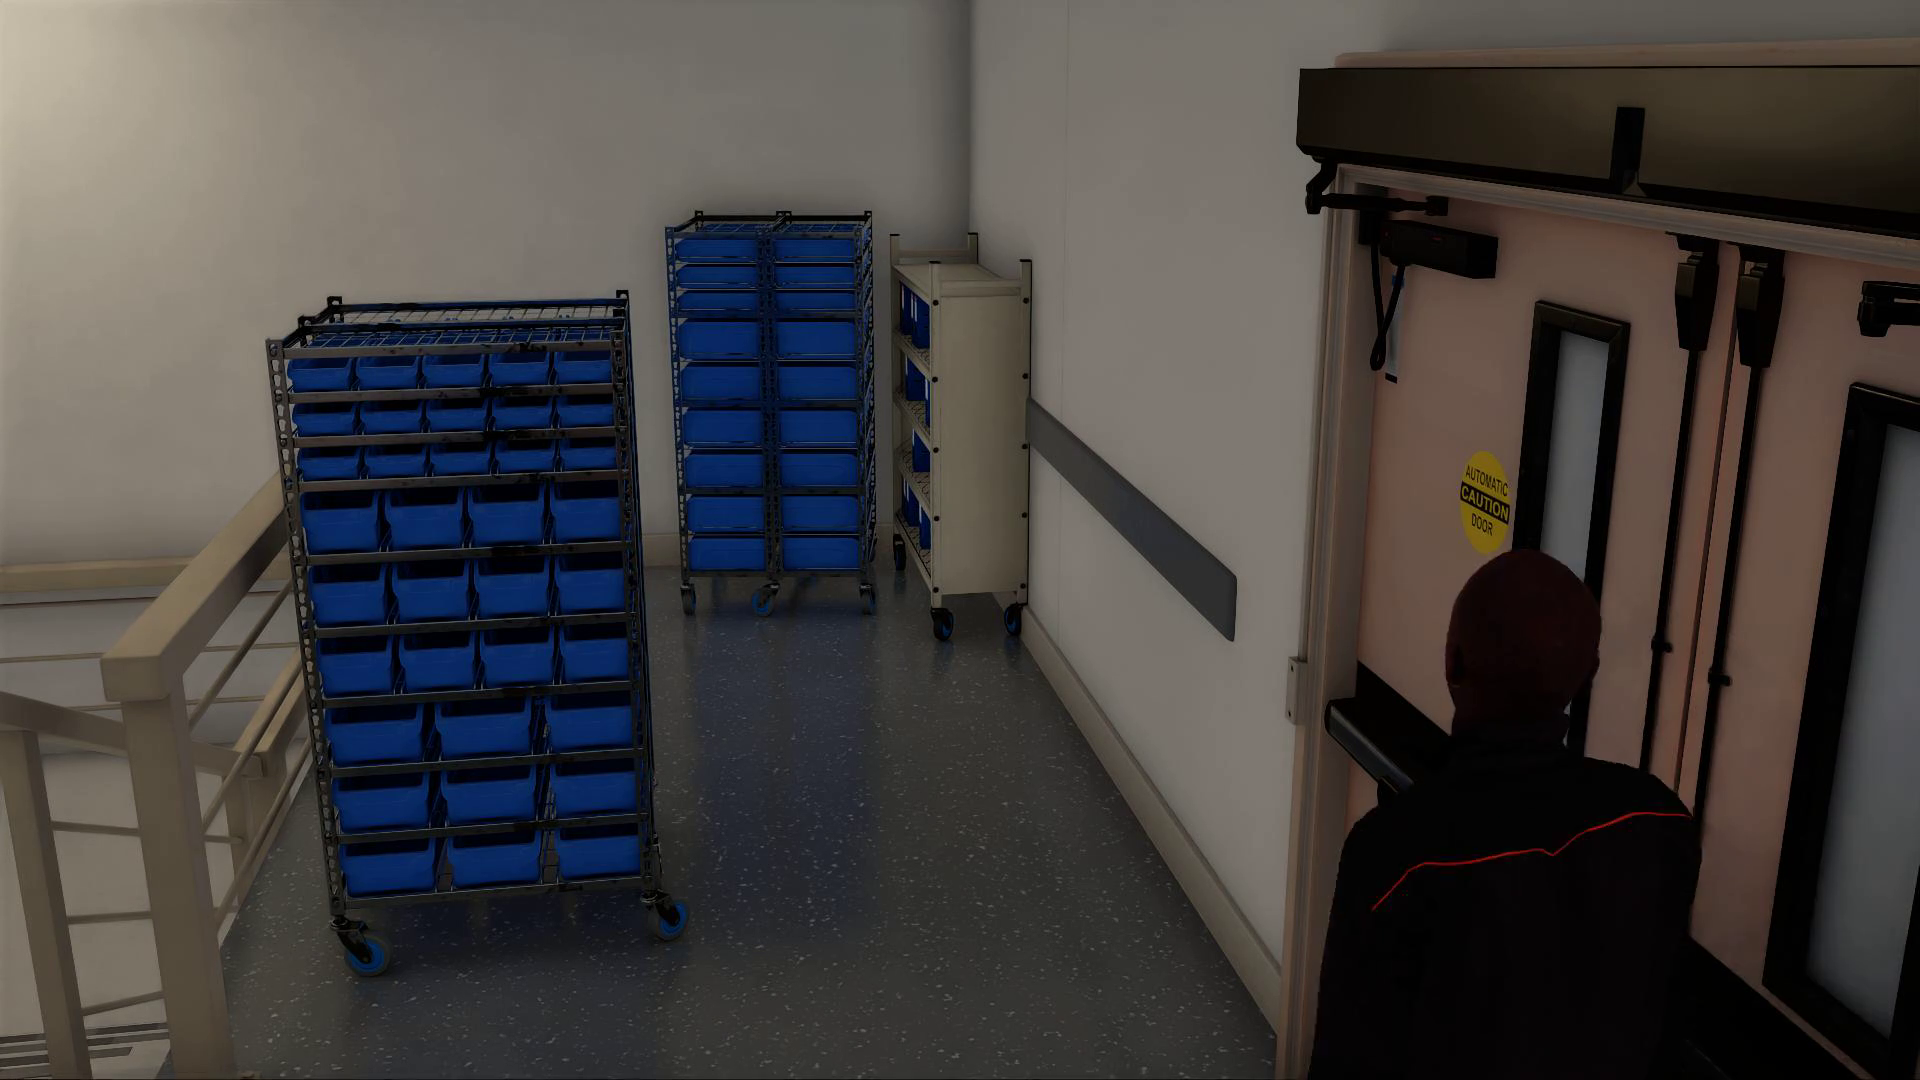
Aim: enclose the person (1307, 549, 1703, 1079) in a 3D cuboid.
[{"bbox_3d":[0.707,0.925,2.150,0.724,1.800,1.078,-4,16,-12],"label":"person"}]
